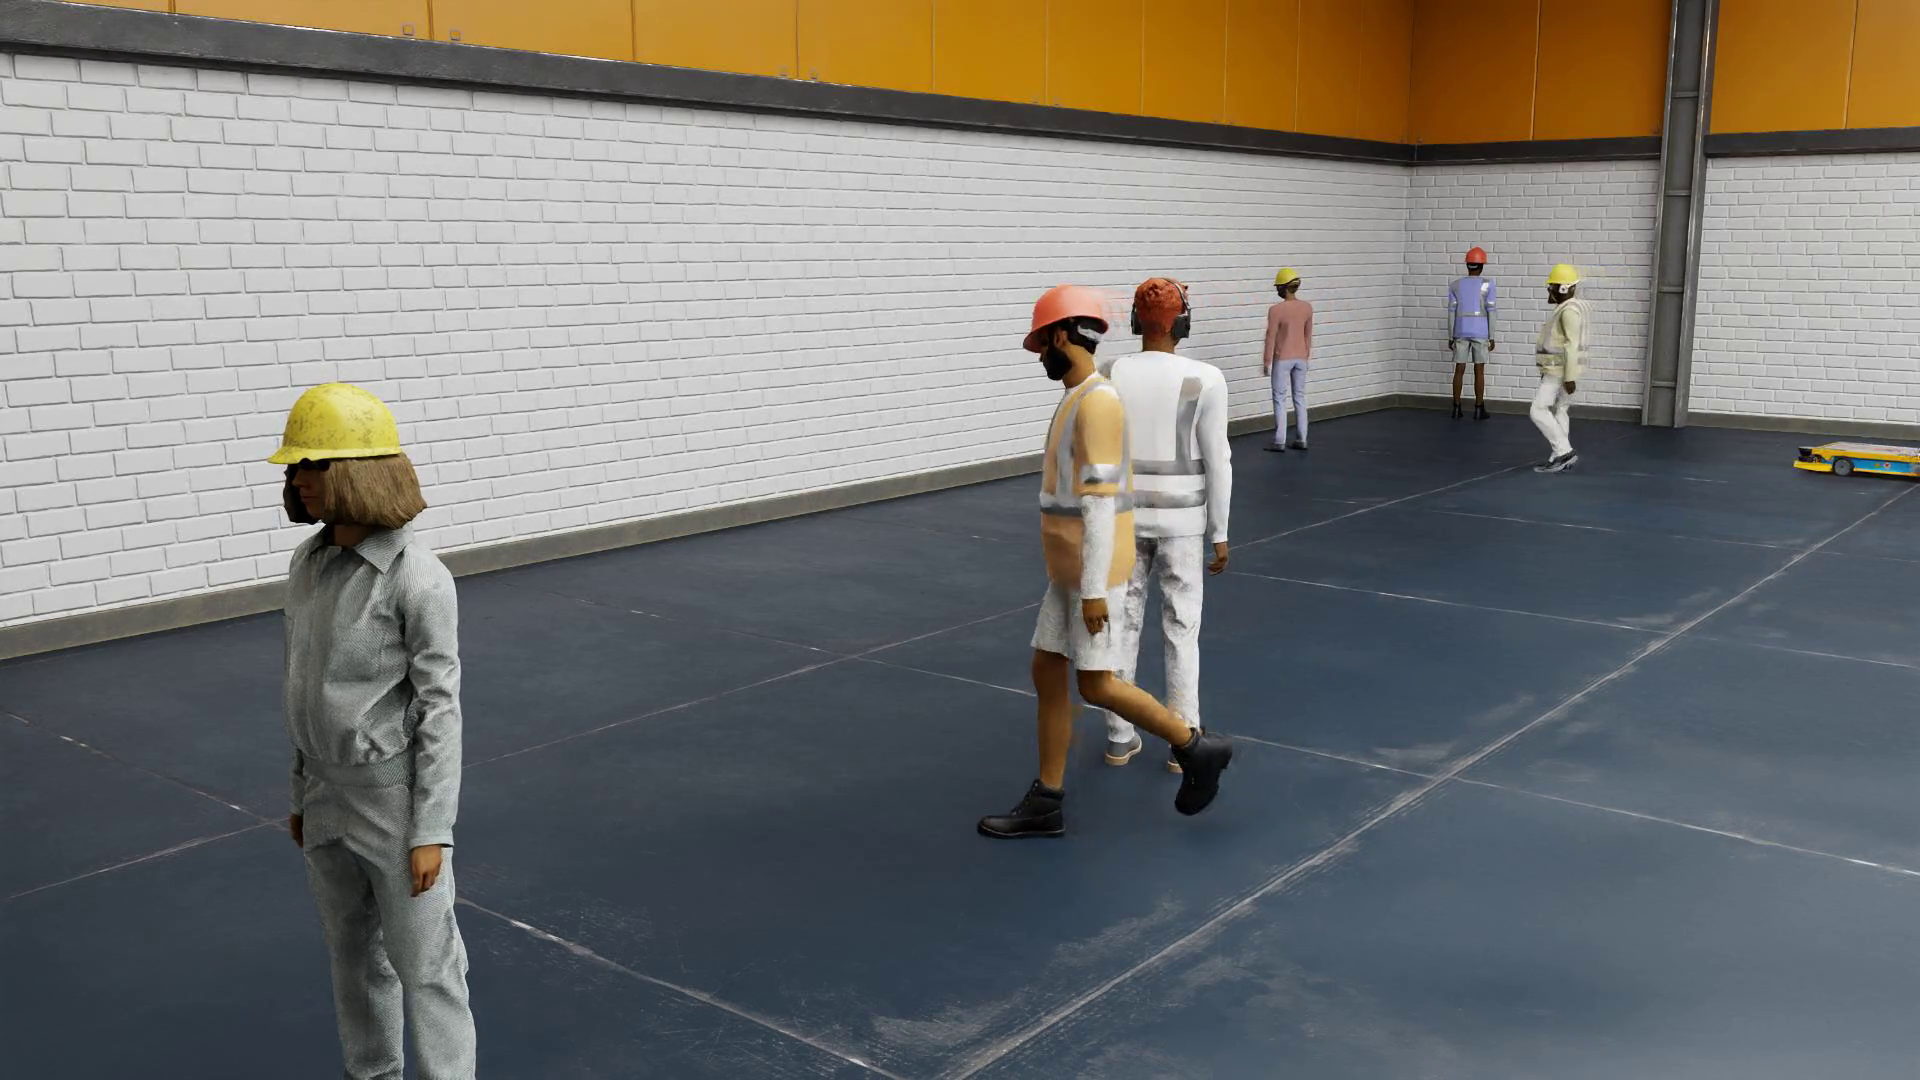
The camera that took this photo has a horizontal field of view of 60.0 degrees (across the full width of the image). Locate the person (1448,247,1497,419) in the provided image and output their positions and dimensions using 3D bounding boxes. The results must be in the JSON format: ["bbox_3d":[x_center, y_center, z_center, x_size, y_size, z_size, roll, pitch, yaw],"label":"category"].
[{"bbox_3d":[5.802,-2.335,18.853,0.543,1.939,0.361,6,12,31],"label":"person"}]

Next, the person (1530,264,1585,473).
[{"bbox_3d":[5.161,-1.467,14.380,0.429,1.818,0.597,4,11,20],"label":"person"}]

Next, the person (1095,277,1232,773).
[{"bbox_3d":[0.754,-0.049,6.341,0.575,1.883,0.355,5,11,24],"label":"person"}]

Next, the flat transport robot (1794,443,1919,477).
[{"bbox_3d":[8.026,-0.673,14.263,0.652,0.197,1.431,-10,14,-44],"label":"flat transport robot"}]

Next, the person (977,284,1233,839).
[{"bbox_3d":[0.494,0.083,5.617,0.812,1.881,0.576,-1,10,-5],"label":"person"}]

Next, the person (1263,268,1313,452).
[{"bbox_3d":[3.135,-1.717,15.932,0.533,1.762,0.330,-5,12,-27],"label":"person"}]

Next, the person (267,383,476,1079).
[{"bbox_3d":[-1.217,0.550,3.411,0.485,1.744,0.295,7,12,32],"label":"person"}]
